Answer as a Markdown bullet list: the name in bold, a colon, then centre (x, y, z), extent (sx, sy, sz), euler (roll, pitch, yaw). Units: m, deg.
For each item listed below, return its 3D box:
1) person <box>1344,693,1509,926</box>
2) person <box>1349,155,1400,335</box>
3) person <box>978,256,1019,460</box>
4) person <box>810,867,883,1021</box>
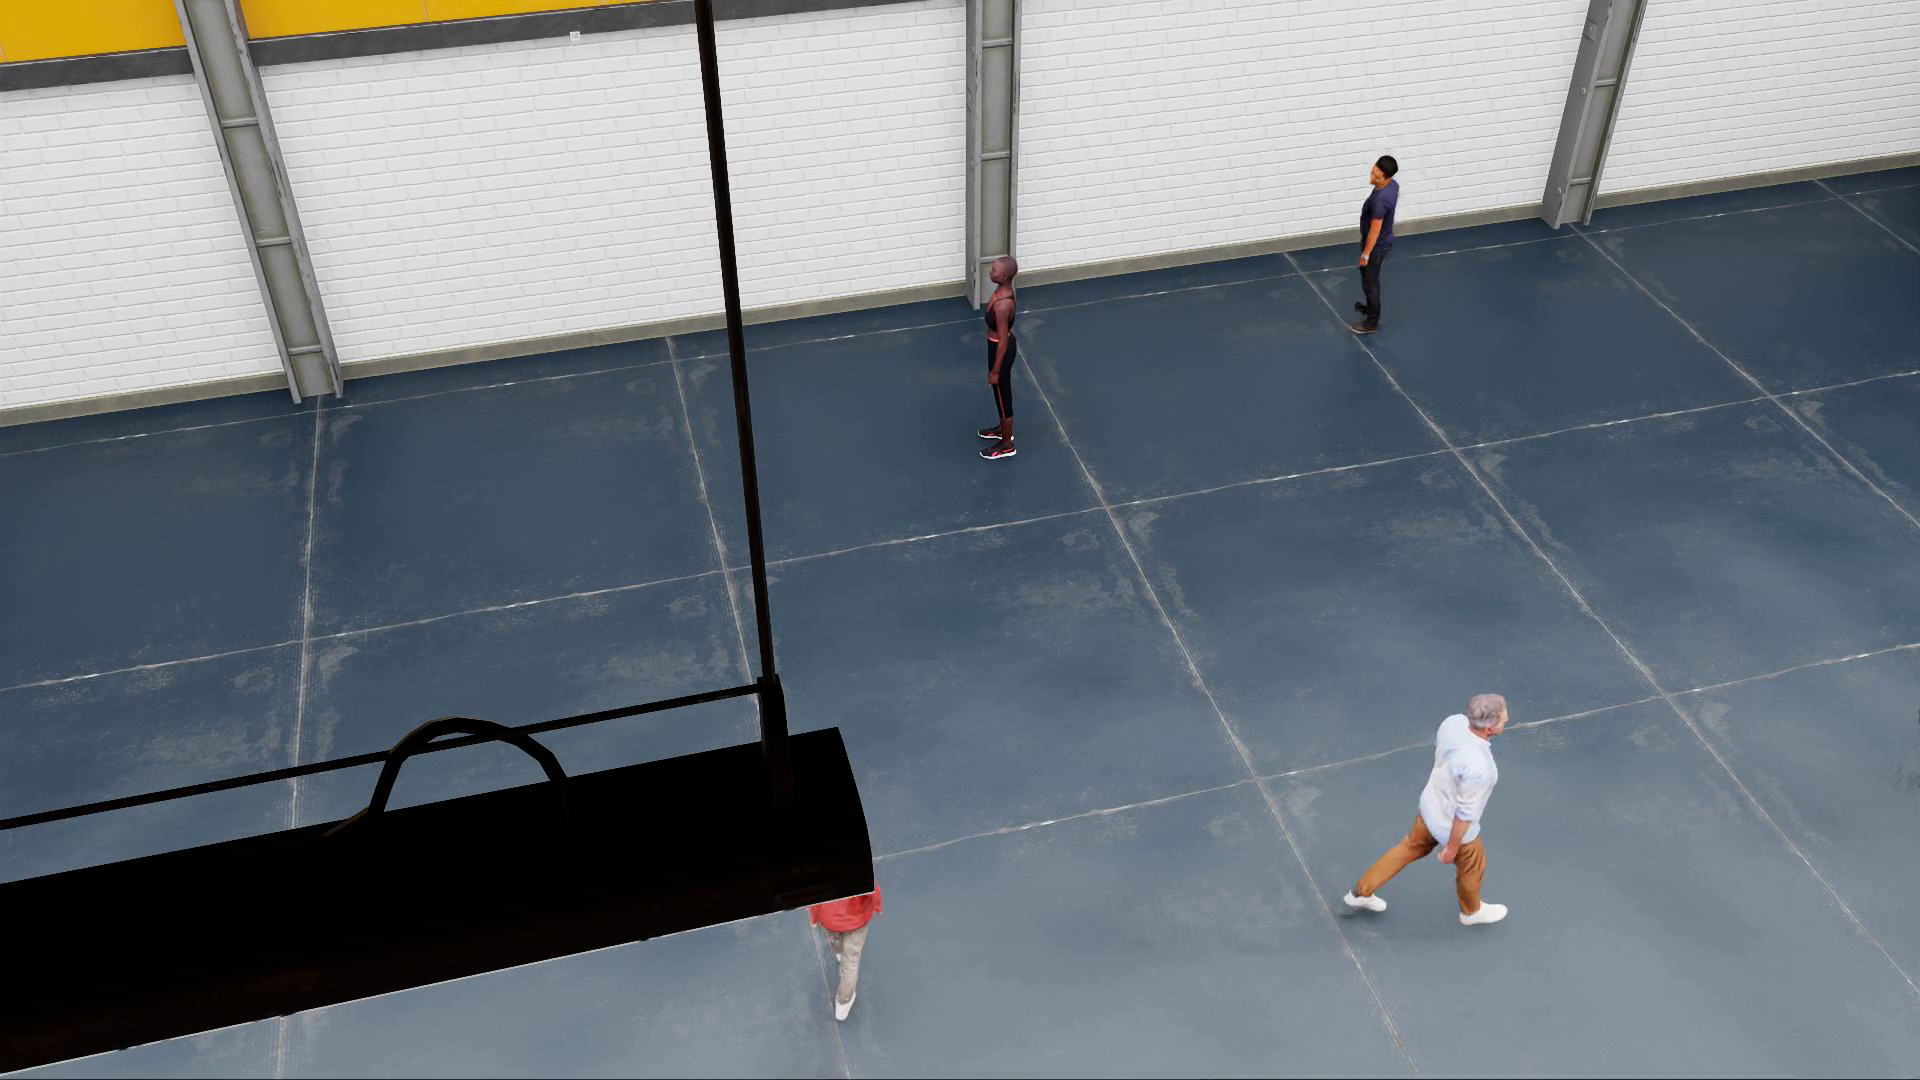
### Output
- **person**: centre (2.655, 1.546, 9.320), extent (1.223, 1.788, 0.807), euler (-4, 39, -5)
- **person**: centre (3.649, -2.581, 14.512), extent (0.786, 1.758, 0.832), euler (18, 42, 22)
- **person**: centre (0.338, -1.453, 13.100), extent (0.613, 1.757, 0.635), euler (0, 39, 0)
- **person**: centre (-0.644, 2.072, 8.978), extent (0.862, 1.394, 0.796), euler (5, 39, 6)
